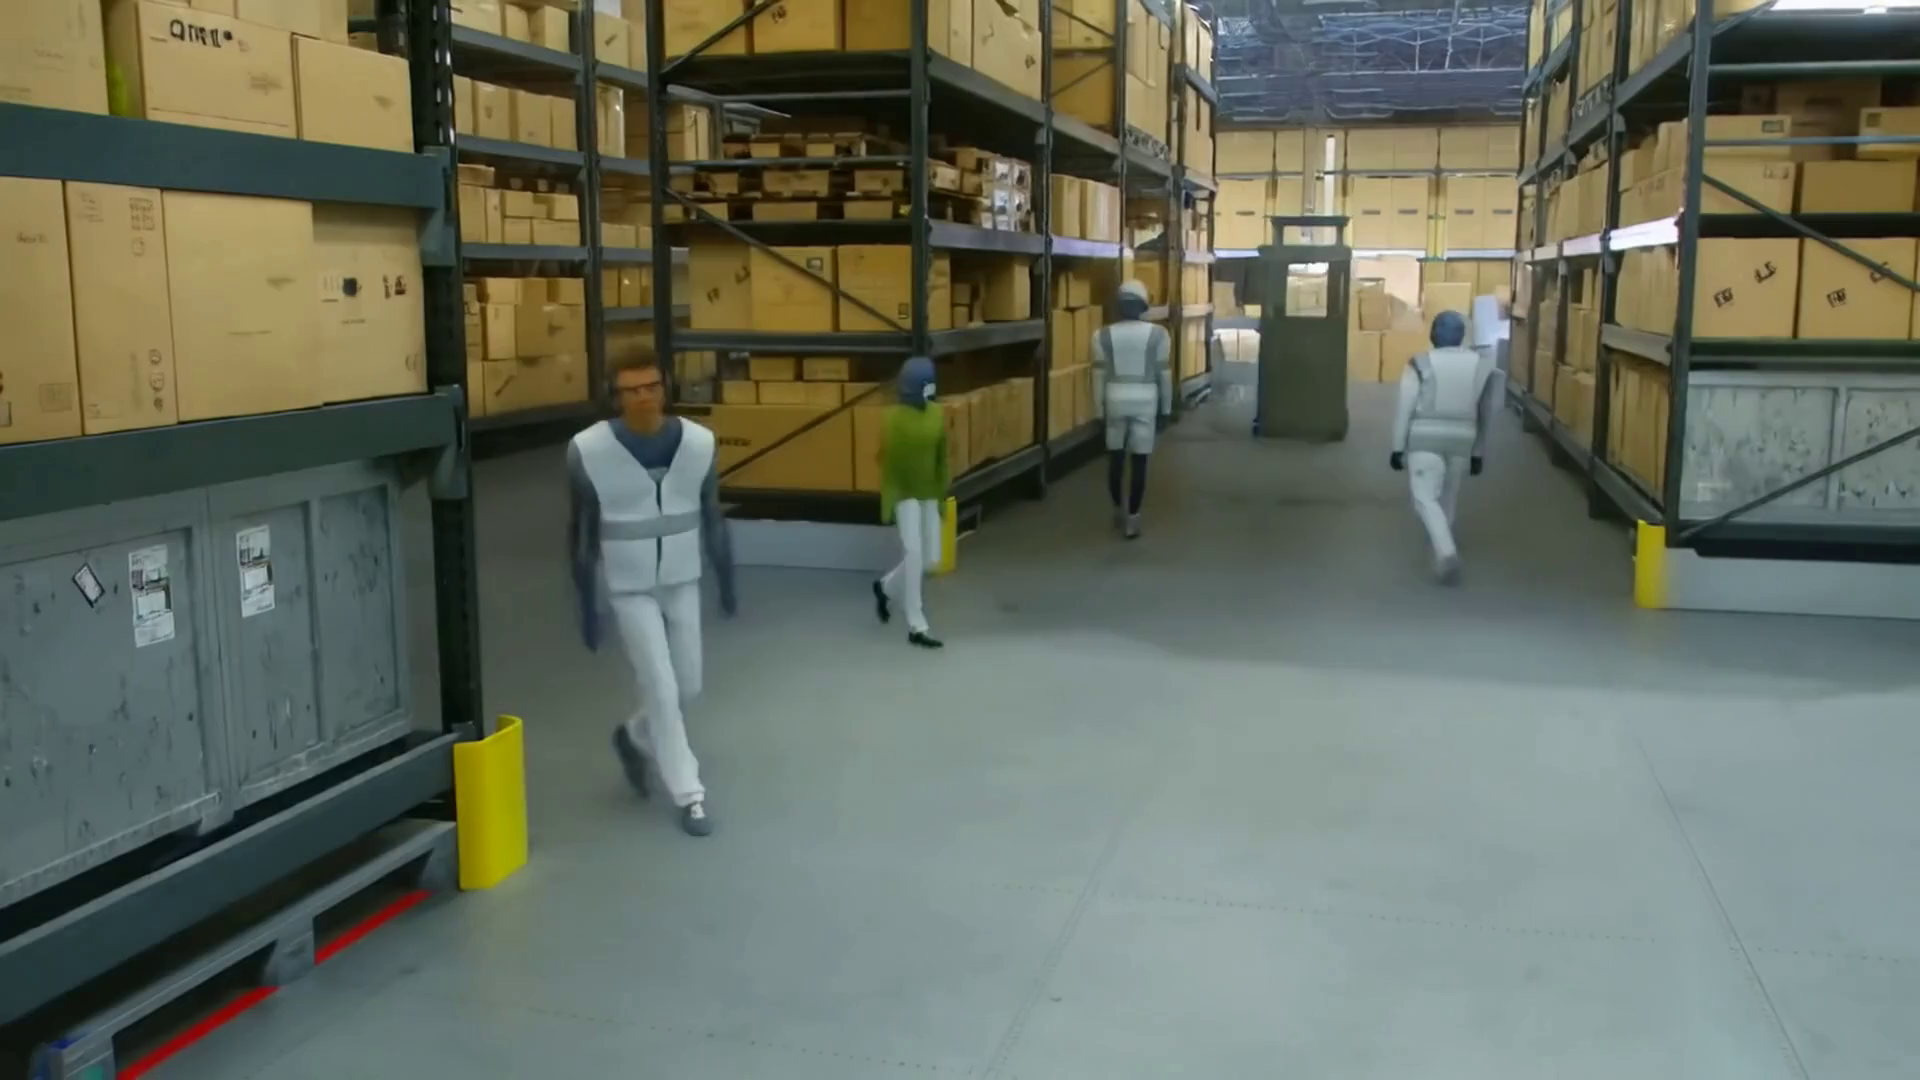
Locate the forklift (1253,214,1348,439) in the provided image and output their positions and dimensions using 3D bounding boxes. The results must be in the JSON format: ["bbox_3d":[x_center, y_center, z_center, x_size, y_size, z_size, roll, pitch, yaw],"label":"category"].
[{"bbox_3d":[4.442,-2.771,21.379,1.129,2.768,1.873,2,9,15],"label":"forklift"}]

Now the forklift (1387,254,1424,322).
[{"bbox_3d":[14.644,-8.103,55.253,1.129,2.768,1.873,-2,9,-11],"label":"forklift"}]

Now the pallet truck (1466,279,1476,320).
[{"bbox_3d":[18.896,-8.459,60.307,1.885,1.965,0.823,5,10,31],"label":"pallet truck"}]

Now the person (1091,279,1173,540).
[{"bbox_3d":[1.363,-1.036,13.099,0.620,2.005,0.850,2,9,12],"label":"person"}]

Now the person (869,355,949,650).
[{"bbox_3d":[-0.299,-0.223,9.221,0.607,1.618,0.505,8,12,41],"label":"person"}]

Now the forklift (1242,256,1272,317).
[{"bbox_3d":[10.671,-8.733,59.252,1.129,2.768,1.873,2,9,15],"label":"forklift"}]

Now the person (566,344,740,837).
[{"bbox_3d":[-1.177,0.168,6.157,0.660,1.796,0.716,-6,11,-34],"label":"person"}]

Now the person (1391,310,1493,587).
[{"bbox_3d":[3.206,-0.608,11.006,0.621,1.818,0.822,-2,9,-10],"label":"person"}]
